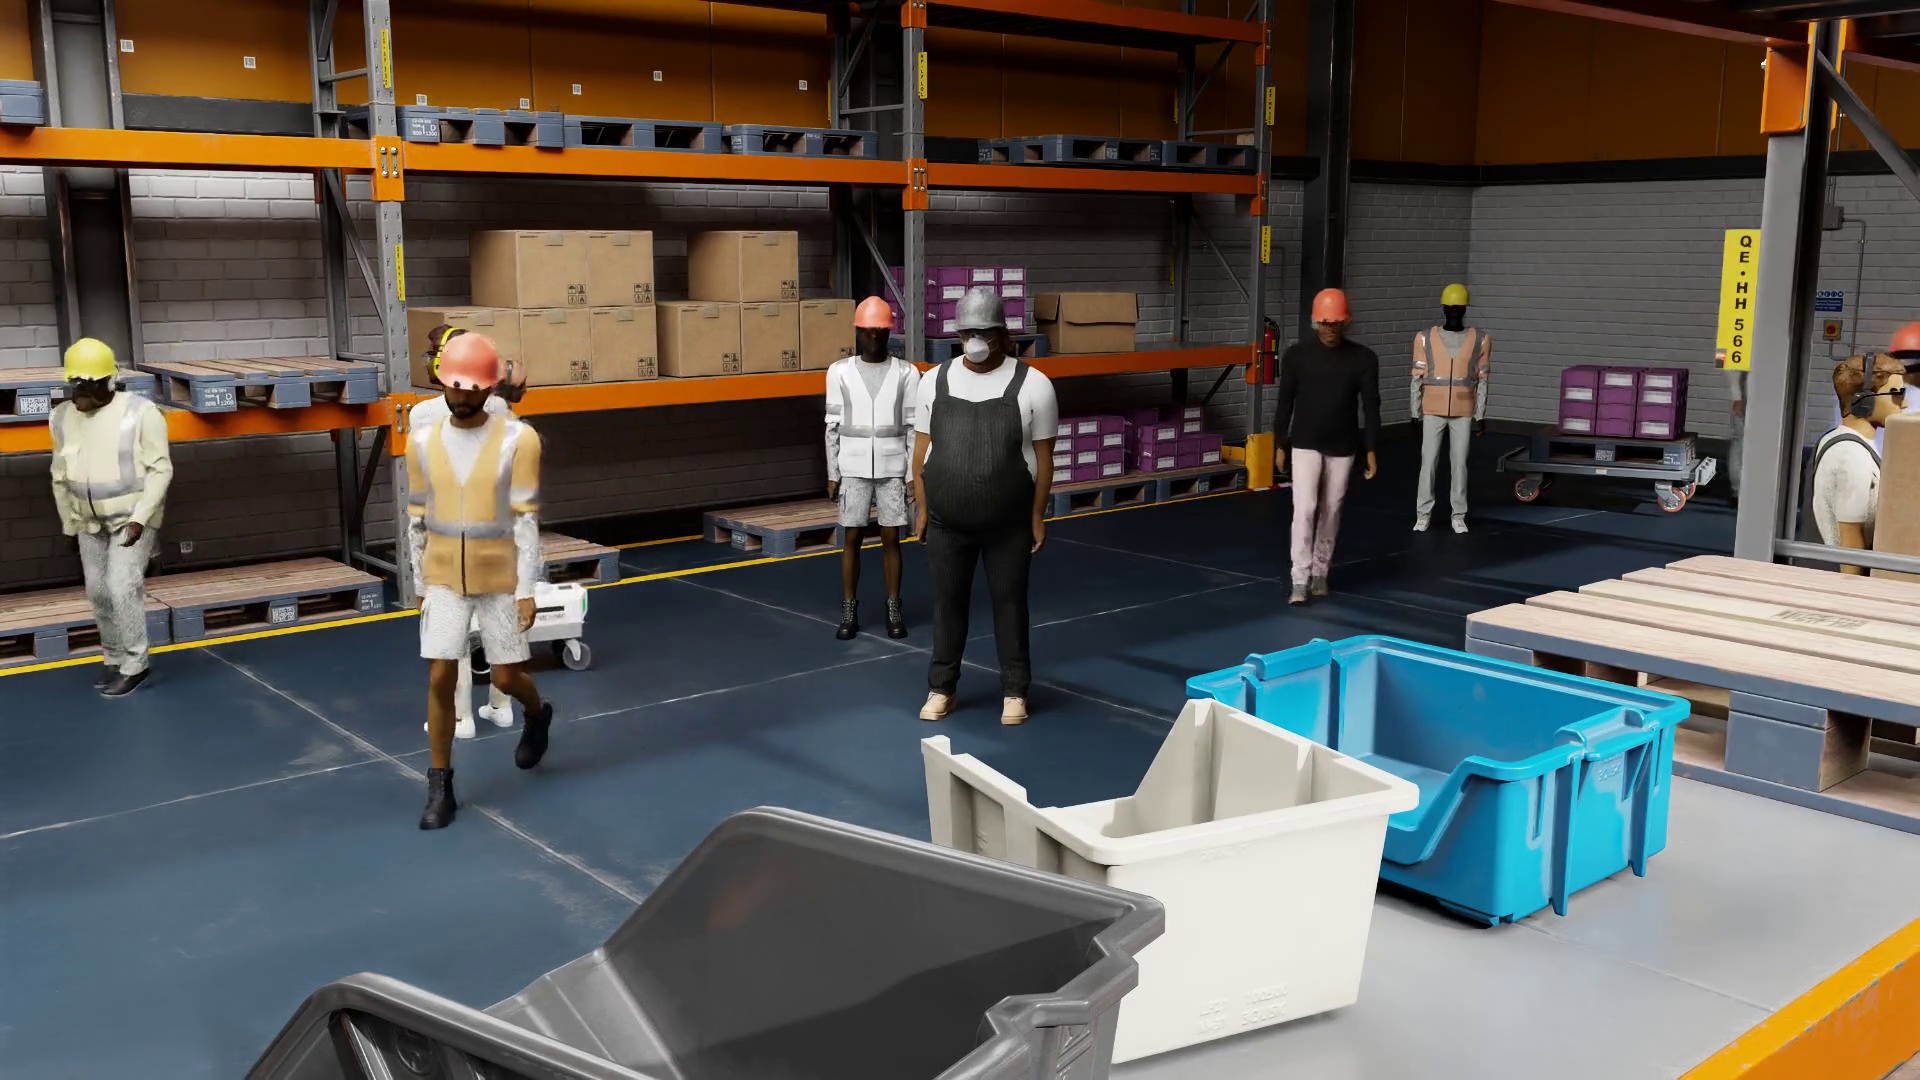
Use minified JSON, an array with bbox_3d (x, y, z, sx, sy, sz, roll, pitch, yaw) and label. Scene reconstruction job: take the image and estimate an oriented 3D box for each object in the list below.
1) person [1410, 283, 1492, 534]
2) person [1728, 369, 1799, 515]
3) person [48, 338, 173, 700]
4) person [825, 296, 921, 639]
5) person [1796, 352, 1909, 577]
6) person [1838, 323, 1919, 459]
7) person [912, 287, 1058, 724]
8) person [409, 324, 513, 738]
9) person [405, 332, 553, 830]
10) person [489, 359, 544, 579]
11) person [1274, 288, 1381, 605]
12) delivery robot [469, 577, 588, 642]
[{"bbox_3d":[3.777,-1.009,12.851,0.587,1.930,0.363,2,10,13],"label":"person"},{"bbox_3d":[6.633,-1.148,13.678,0.642,1.908,0.813,0,10,-1],"label":"person"},{"bbox_3d":[-4.165,-0.103,8.212,0.627,1.784,0.567,1,10,6],"label":"person"},{"bbox_3d":[-0.490,-0.401,9.415,0.544,1.942,0.347,-1,10,-4],"label":"person"},{"bbox_3d":[3.261,0.234,6.126,0.341,1.845,0.511,3,11,17],"label":"person"},{"bbox_3d":[4.451,-0.095,7.962,1.018,1.848,0.557,-5,11,-27],"label":"person"},{"bbox_3d":[0.094,-0.150,7.730,0.682,2.000,0.537,2,10,11],"label":"person"},{"bbox_3d":[-2.267,-0.037,7.564,0.322,1.875,0.531,8,13,37],"label":"person"},{"bbox_3d":[-1.888,0.125,6.570,0.560,1.911,0.736,0,10,0],"label":"person"},{"bbox_3d":[-2.469,-0.166,8.967,0.372,1.620,0.609,-7,12,-34],"label":"person"},{"bbox_3d":[2.269,-0.566,10.284,0.641,1.950,0.911,2,10,9],"label":"person"},{"bbox_3d":[-2.320,0.373,8.700,0.707,0.478,0.477,-5,11,-26],"label":"delivery robot"}]
